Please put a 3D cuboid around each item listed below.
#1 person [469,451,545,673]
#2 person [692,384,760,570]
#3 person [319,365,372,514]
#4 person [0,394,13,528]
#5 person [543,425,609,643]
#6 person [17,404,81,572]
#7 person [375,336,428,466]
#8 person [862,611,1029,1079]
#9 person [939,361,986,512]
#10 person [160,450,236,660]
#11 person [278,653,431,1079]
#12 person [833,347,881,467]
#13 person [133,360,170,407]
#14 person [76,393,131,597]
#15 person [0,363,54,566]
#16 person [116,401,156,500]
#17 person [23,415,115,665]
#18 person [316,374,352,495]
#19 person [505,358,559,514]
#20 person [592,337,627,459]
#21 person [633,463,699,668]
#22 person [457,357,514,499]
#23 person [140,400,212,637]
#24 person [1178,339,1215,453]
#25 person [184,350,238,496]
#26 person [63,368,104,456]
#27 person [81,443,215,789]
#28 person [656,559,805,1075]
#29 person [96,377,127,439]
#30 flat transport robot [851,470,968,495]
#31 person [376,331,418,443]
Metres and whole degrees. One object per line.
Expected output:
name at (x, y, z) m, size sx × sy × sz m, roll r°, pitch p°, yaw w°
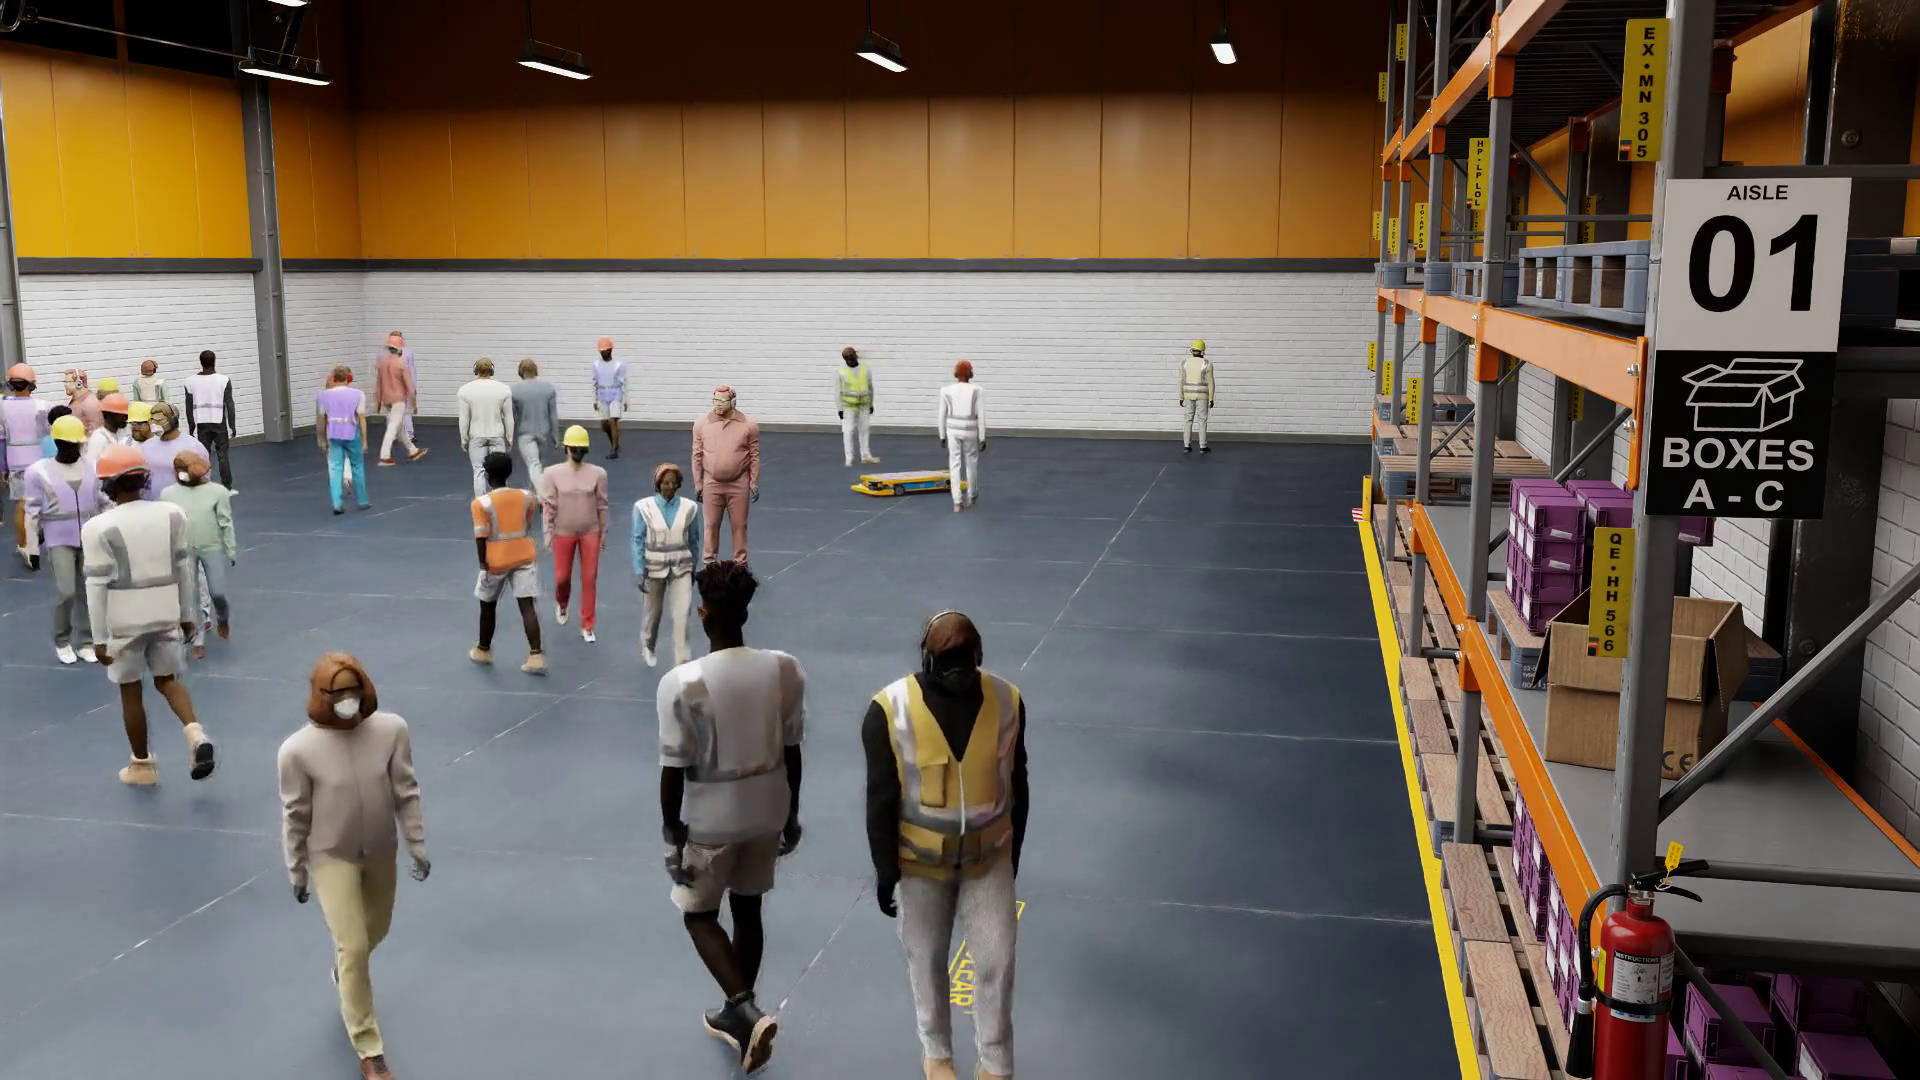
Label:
person at (-3.385, 0.165, 12.400) m, size 0.523 × 1.646 × 0.851 m, roll -8°, pitch 12°, yaw -40°
person at (-2.221, -0.527, 15.806) m, size 0.643 × 1.905 × 0.400 m, roll -1°, pitch 9°, yaw -5°
person at (-7.505, -1.229, 20.310) m, size 0.585 × 1.816 × 0.796 m, roll 0°, pitch 9°, yaw 1°
person at (-11.035, -1.041, 19.124) m, size 0.541 × 1.829 × 0.562 m, roll 0°, pitch 9°, yaw -1°
person at (-3.106, -0.067, 13.467) m, size 0.537 × 1.752 × 0.561 m, roll -4°, pitch 10°, yaw -20°
person at (-8.838, -0.490, 16.279) m, size 0.540 × 1.673 × 0.730 m, roll 8°, pitch 12°, yaw 39°
person at (-8.500, -2.114, 25.237) m, size 0.649 × 1.938 × 1.043 m, roll 5°, pitch 11°, yaw 29°
person at (-0.022, 1.157, 5.910) m, size 0.623 × 1.819 × 0.660 m, roll -2°, pitch 10°, yaw -11°
person at (0.047, -1.307, 20.696) m, size 0.606 × 1.832 × 0.951 m, roll 1°, pitch 10°, yaw 8°
person at (-5.928, 0.091, 12.968) m, size 0.517 × 1.610 × 0.606 m, roll -3°, pitch 10°, yaw -19°
person at (-2.335, 1.191, 6.348) m, size 0.496 × 1.605 × 0.776 m, roll -9°, pitch 13°, yaw -43°
person at (-1.536, -1.998, 24.991) m, size 0.767 × 1.804 × 0.460 m, roll -5°, pitch 11°, yaw -28°
person at (-11.814, -1.815, 24.354) m, size 0.511 × 1.640 × 0.308 m, roll -1°, pitch 9°, yaw -4°
person at (-7.688, -0.393, 15.108) m, size 0.997 × 1.862 × 0.591 m, roll -3°, pitch 10°, yaw -16°
person at (-9.377, -0.759, 16.775) m, size 0.608 × 2.045 × 0.369 m, roll -2°, pitch 10°, yaw -13°
person at (-7.170, -0.311, 14.713) m, size 0.591 × 1.834 × 0.404 m, roll 0°, pitch 9°, yaw -3°
person at (-6.697, 0.003, 12.581) m, size 0.409 × 1.907 × 0.608 m, roll 7°, pitch 12°, yaw 38°
person at (-8.074, -1.339, 21.557) m, size 0.506 × 1.621 × 0.429 m, roll -3°, pitch 10°, yaw -19°
person at (-5.239, -1.278, 20.396) m, size 0.637 × 1.895 × 1.033 m, roll -7°, pitch 11°, yaw -35°
person at (-5.473, -2.235, 26.097) m, size 0.551 × 1.913 × 0.679 m, roll 1°, pitch 9°, yaw 7°
person at (-2.157, 0.221, 12.178) m, size 0.499 × 1.611 × 0.767 m, roll -3°, pitch 10°, yaw -19°
person at (-5.615, -1.199, 19.744) m, size 0.635 × 1.937 × 0.352 m, roll -4°, pitch 10°, yaw -20°
person at (-6.379, -0.170, 13.544) m, size 0.634 × 1.938 × 0.355 m, roll 3°, pitch 10°, yaw 17°
person at (3.814, -2.312, 26.769) m, size 0.601 × 1.830 × 0.403 m, roll 5°, pitch 11°, yaw 27°
person at (-9.763, -1.511, 21.690) m, size 0.597 × 1.915 × 0.371 m, roll -1°, pitch 10°, yaw -9°
person at (-9.555, -0.914, 18.126) m, size 0.401 × 1.906 × 0.651 m, roll -9°, pitch 13°, yaw -43°
person at (-4.635, 0.459, 9.491) m, size 0.662 × 2.026 × 0.634 m, roll 7°, pitch 12°, yaw 35°
person at (-0.826, 1.042, 6.221) m, size 0.611 × 1.946 × 0.679 m, roll -6°, pitch 11°, yaw -33°
person at (-10.017, -1.054, 19.519) m, size 0.487 × 1.718 × 0.711 m, roll 0°, pitch 9°, yaw 3°
flat transport robot at (-0.673, -0.770, 22.173) m, size 1.431 × 0.197 × 0.652 m, roll -5°, pitch 11°, yaw -30°
person at (-9.547, -2.595, 28.267) m, size 0.643 × 1.903 × 0.399 m, roll 0°, pitch 9°, yaw 0°
